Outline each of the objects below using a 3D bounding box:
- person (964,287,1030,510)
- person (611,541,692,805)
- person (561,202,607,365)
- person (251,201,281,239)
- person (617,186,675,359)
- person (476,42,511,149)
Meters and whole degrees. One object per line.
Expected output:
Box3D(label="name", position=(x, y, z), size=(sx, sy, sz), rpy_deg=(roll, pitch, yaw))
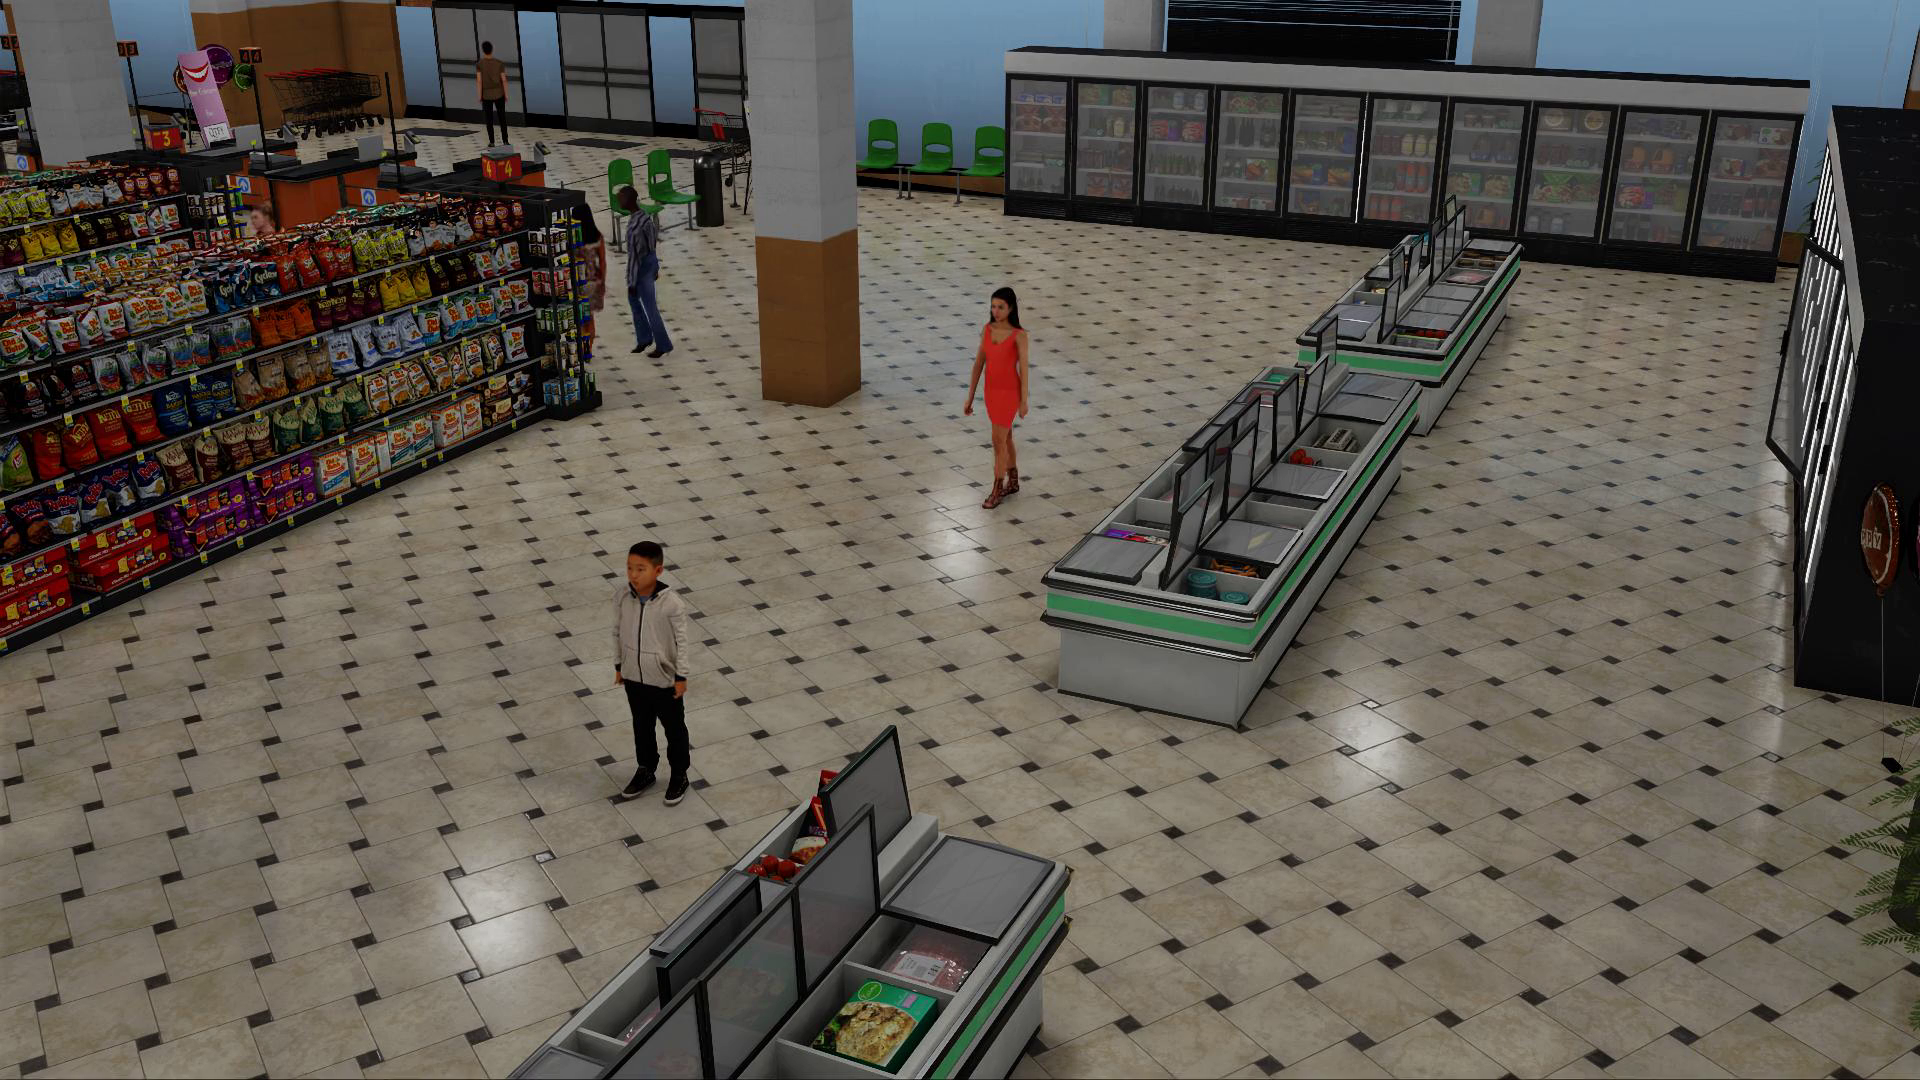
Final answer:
Box3D(label="person", position=(0.382, -1.132, 12.965), size=(0.734, 1.698, 0.877), rpy_deg=(18, 28, 38))
Box3D(label="person", position=(-1.615, 0.683, 8.773), size=(0.612, 1.455, 0.567), rpy_deg=(6, 23, 14))
Box3D(label="person", position=(-3.708, -2.515, 16.506), size=(0.928, 1.625, 0.981), rpy_deg=(-11, 24, -25))
Box3D(label="person", position=(-6.652, -2.457, 16.280), size=(0.650, 1.685, 0.737), rpy_deg=(11, 24, 25))
Box3D(label="person", position=(-3.073, -2.652, 16.659), size=(0.875, 1.765, 0.783), rpy_deg=(2, 22, 6))
Box3D(label="person", position=(-8.347, -7.944, 29.714), size=(0.747, 1.851, 0.795), rpy_deg=(-7, 23, -16))
